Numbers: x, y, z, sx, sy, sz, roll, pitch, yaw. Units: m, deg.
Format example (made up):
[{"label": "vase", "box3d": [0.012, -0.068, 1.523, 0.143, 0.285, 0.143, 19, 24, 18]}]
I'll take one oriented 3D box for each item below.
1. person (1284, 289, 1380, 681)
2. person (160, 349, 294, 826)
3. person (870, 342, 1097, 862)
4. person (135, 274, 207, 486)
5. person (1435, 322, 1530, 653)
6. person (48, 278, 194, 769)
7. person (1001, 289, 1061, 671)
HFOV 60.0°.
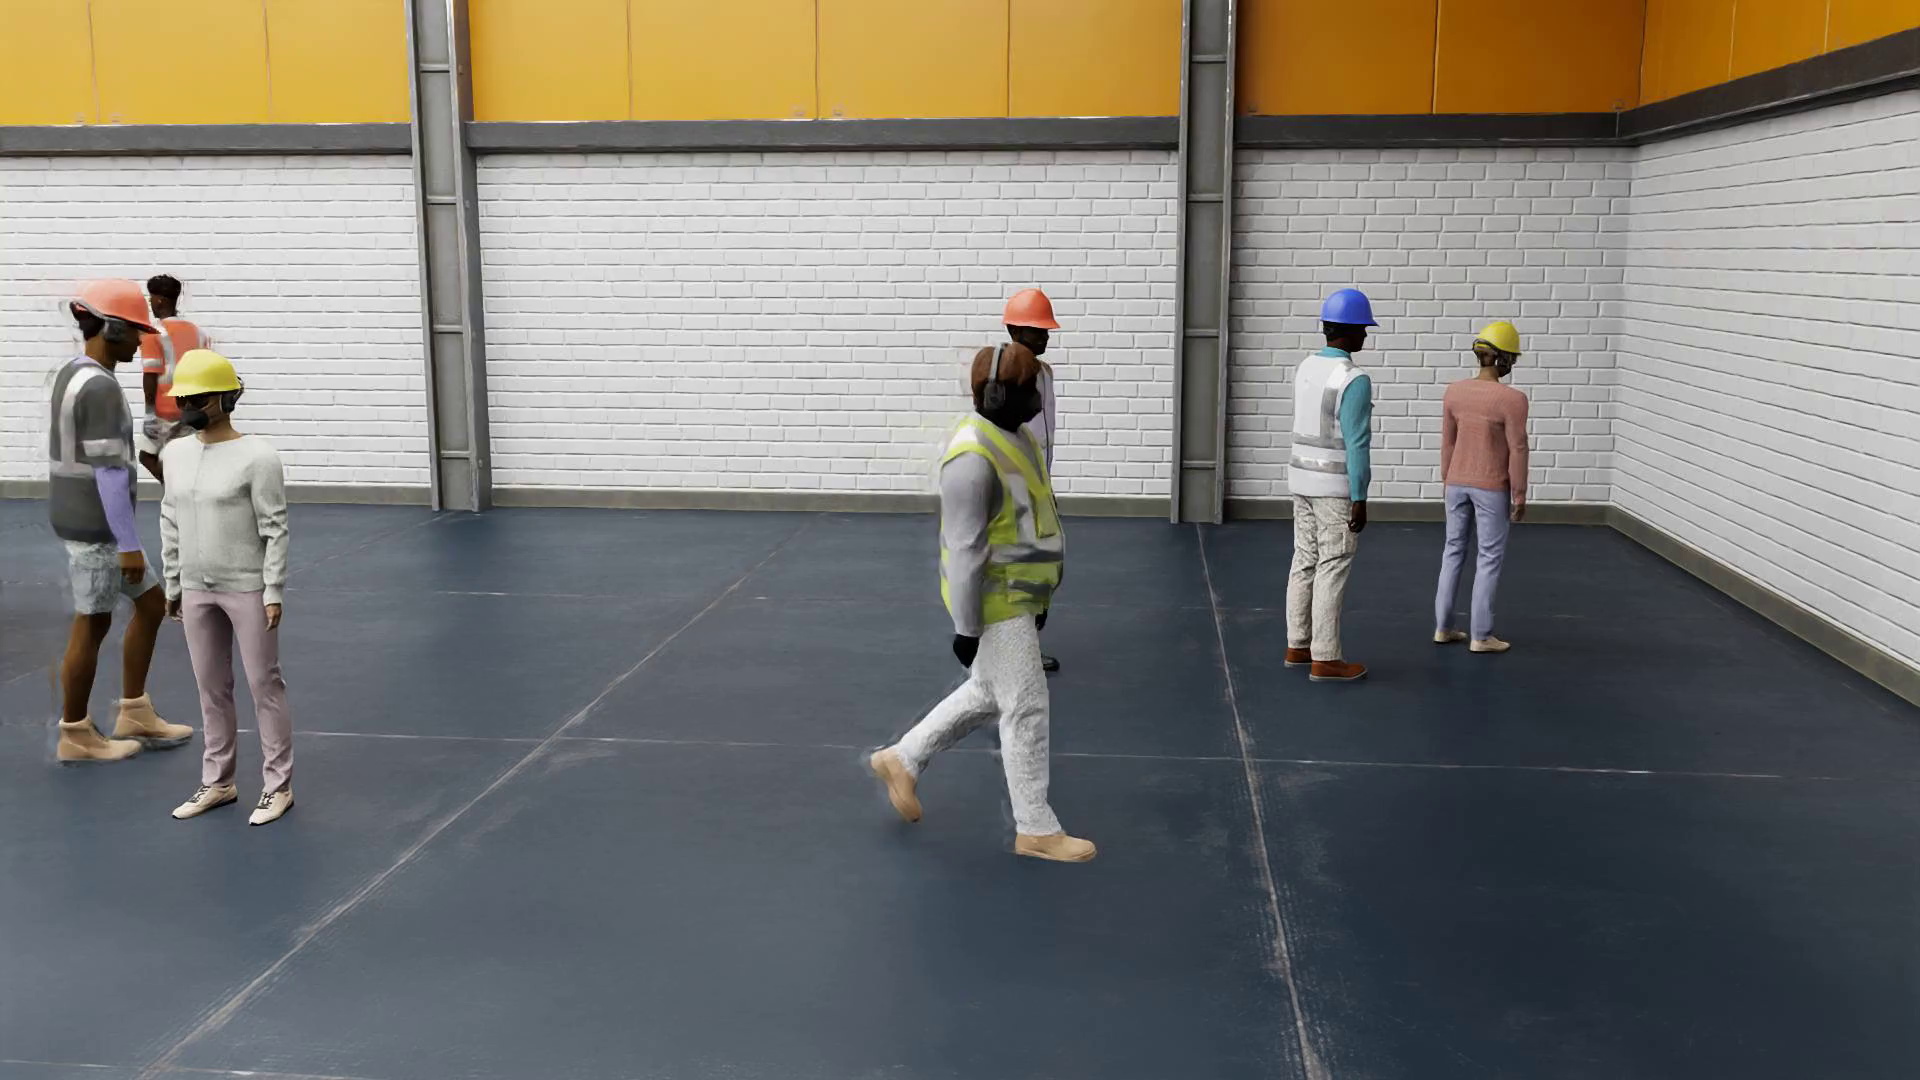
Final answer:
[{"label": "person", "box3d": [1.850, -0.268, 8.256, 0.411, 1.939, 0.601, -4, 11, -20]}, {"label": "person", "box3d": [-2.729, 0.180, 6.169, 0.525, 1.769, 0.315, 3, 10, 15]}, {"label": "person", "box3d": [0.068, 0.209, 5.864, 0.814, 1.823, 0.621, 2, 10, 14]}, {"label": "person", "box3d": [-5.840, -0.987, 12.316, 0.421, 1.948, 0.641, 3, 10, 18]}, {"label": "person", "box3d": [2.776, -0.273, 8.805, 0.339, 1.756, 0.532, -7, 12, -36]}, {"label": "person", "box3d": [-3.462, -0.060, 6.841, 0.687, 2.001, 0.662, -6, 12, -32]}, {"label": "person", "box3d": [0.327, -0.268, 8.245, 0.375, 1.935, 0.551, 7, 12, 34]}]
